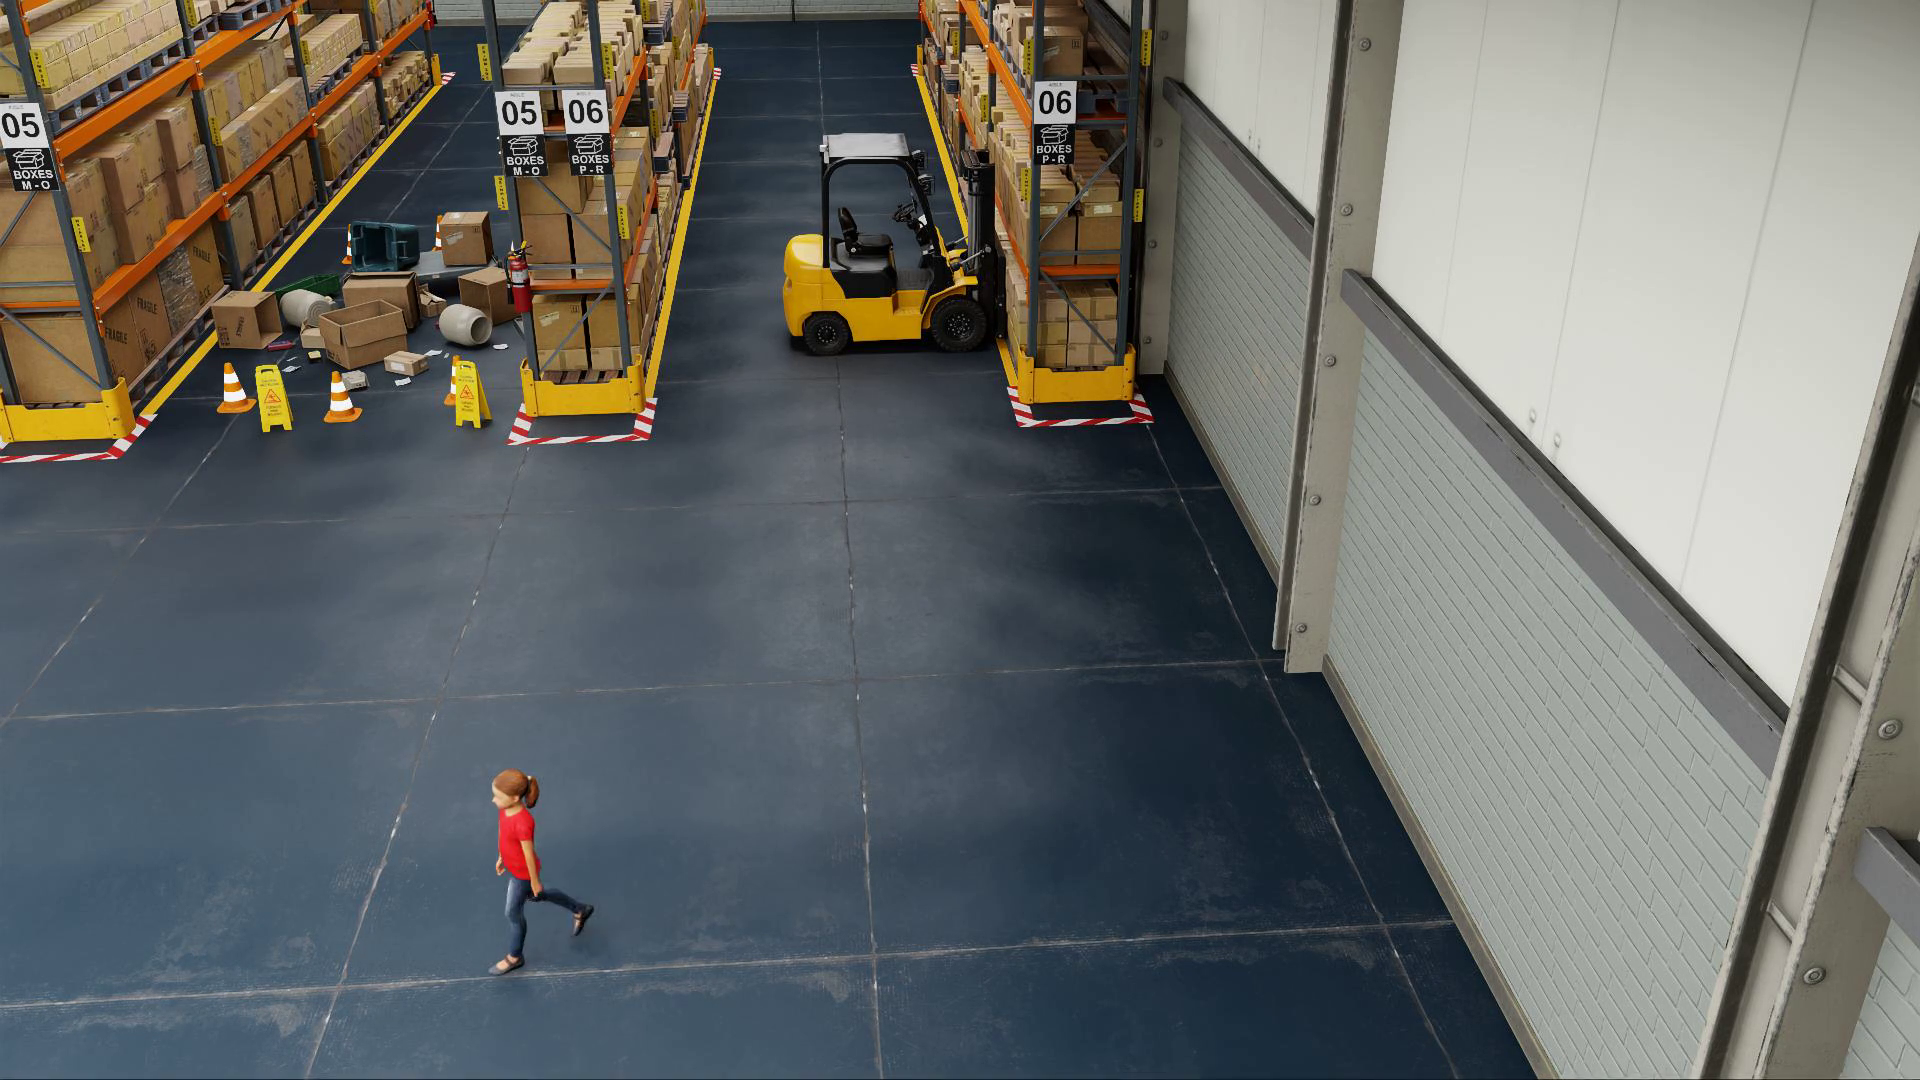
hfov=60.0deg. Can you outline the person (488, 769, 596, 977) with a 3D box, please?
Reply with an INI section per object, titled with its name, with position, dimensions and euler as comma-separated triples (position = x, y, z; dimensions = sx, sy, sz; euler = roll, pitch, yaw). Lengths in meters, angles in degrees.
[person]
position = -2.378, 1.803, 9.279
dimensions = 0.760, 1.289, 0.873
euler = -14, 31, -26
